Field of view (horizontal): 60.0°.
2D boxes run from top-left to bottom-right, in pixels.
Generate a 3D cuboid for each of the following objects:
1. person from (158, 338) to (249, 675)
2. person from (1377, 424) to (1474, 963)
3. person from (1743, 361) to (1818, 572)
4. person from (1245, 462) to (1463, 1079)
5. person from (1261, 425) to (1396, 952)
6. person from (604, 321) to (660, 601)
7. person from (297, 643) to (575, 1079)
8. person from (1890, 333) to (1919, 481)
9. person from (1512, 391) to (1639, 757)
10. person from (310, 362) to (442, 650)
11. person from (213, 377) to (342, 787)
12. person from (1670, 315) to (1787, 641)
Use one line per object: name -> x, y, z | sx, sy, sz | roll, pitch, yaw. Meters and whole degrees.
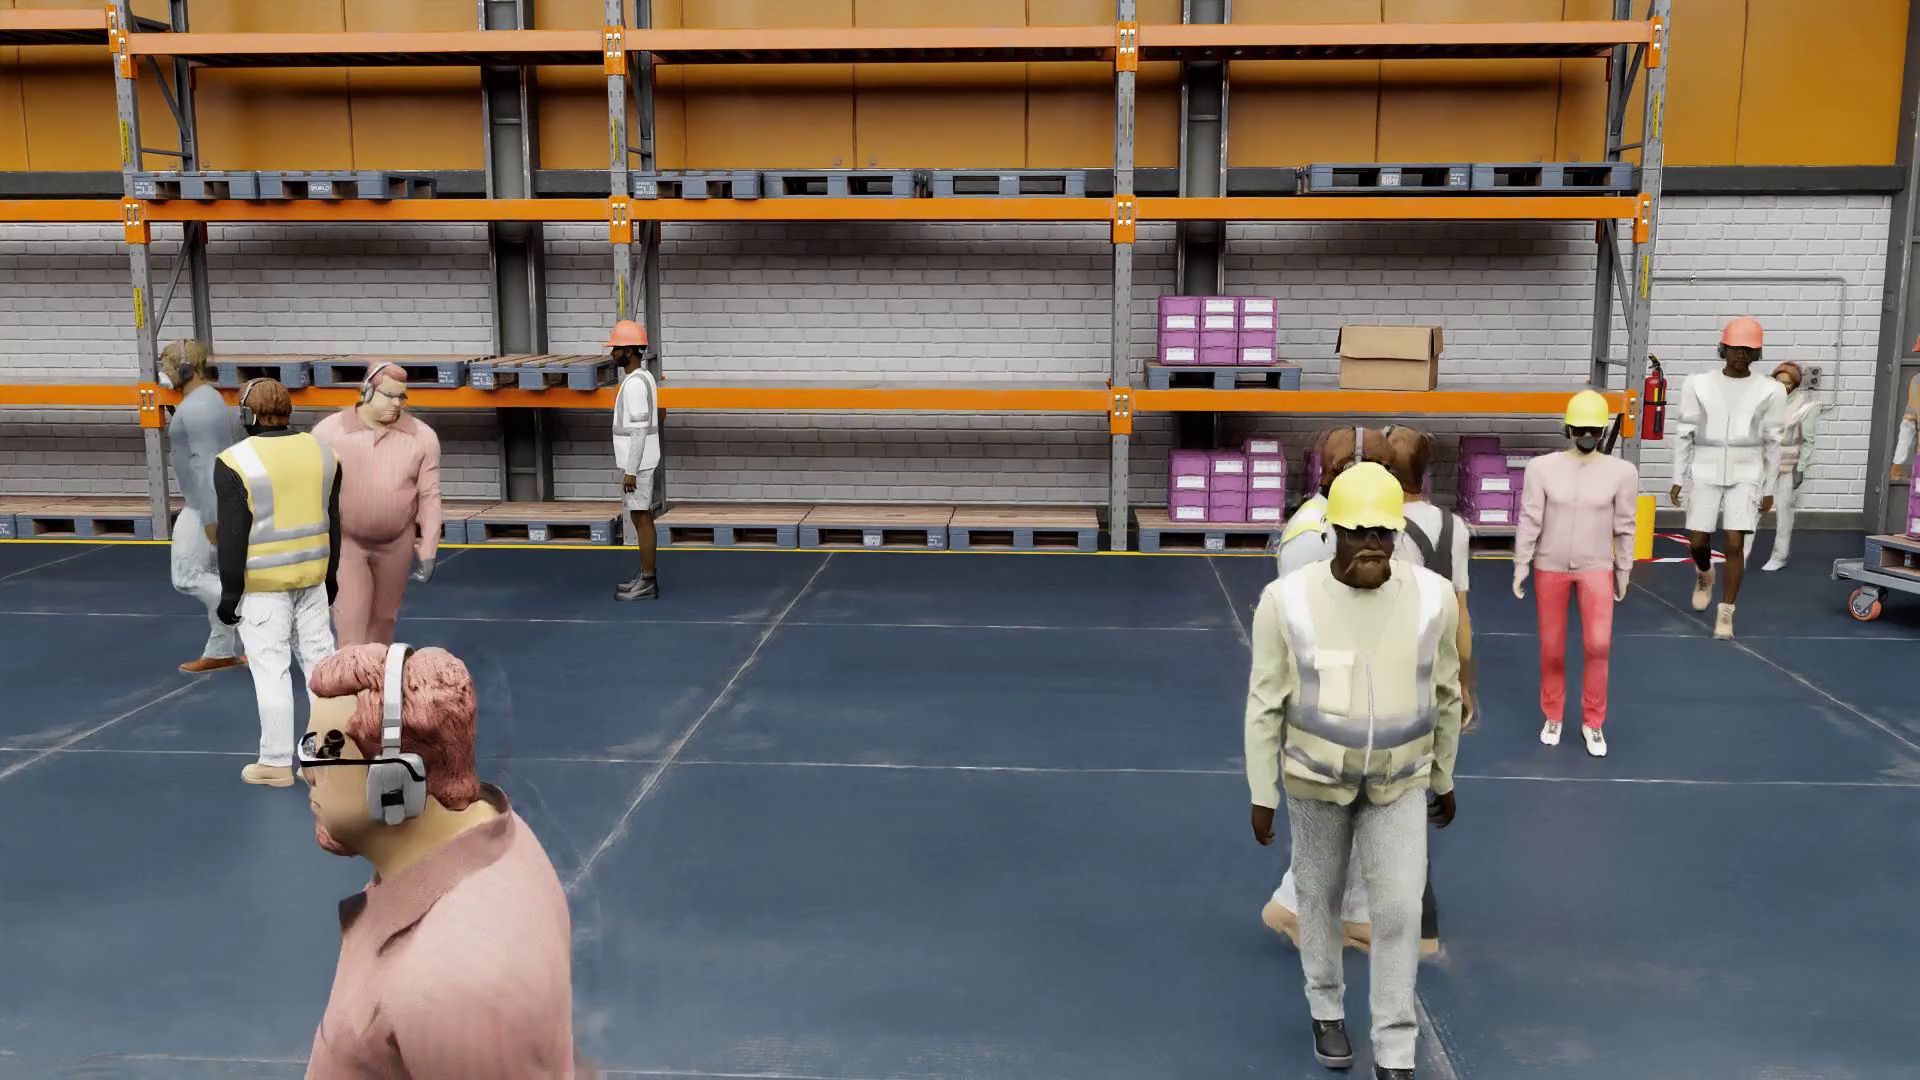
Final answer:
person -> -4.212, -0.172, 9.383 | 0.506, 1.927, 0.628 | -3, 10, -16
person -> 1.437, 0.494, 5.826 | 0.539, 1.809, 0.851 | -6, 12, -33
person -> 6.032, -0.528, 12.383 | 0.732, 1.599, 0.579 | -8, 13, -39
person -> 1.117, 0.692, 4.657 | 0.625, 1.806, 0.763 | 1, 10, 4
person -> 1.299, 0.524, 5.633 | 0.430, 1.824, 0.654 | 6, 11, 31
person -> -2.261, -0.544, 11.528 | 0.356, 1.938, 0.543 | -1, 10, -6
person -> -0.691, 1.048, 2.432 | 0.933, 1.868, 0.642 | -2, 10, -10
person -> 6.939, -0.583, 11.847 | 0.692, 1.906, 0.607 | -3, 10, -14
person -> 2.933, 0.162, 7.960 | 0.543, 1.749, 0.566 | 4, 10, 22
person -> -2.945, 0.041, 8.359 | 0.708, 1.850, 0.949 | -5, 11, -26
person -> -3.088, 0.186, 7.532 | 0.429, 1.841, 0.634 | 6, 11, 30
person -> 4.839, -0.409, 10.495 | 0.624, 2.022, 0.694 | 5, 11, 27
